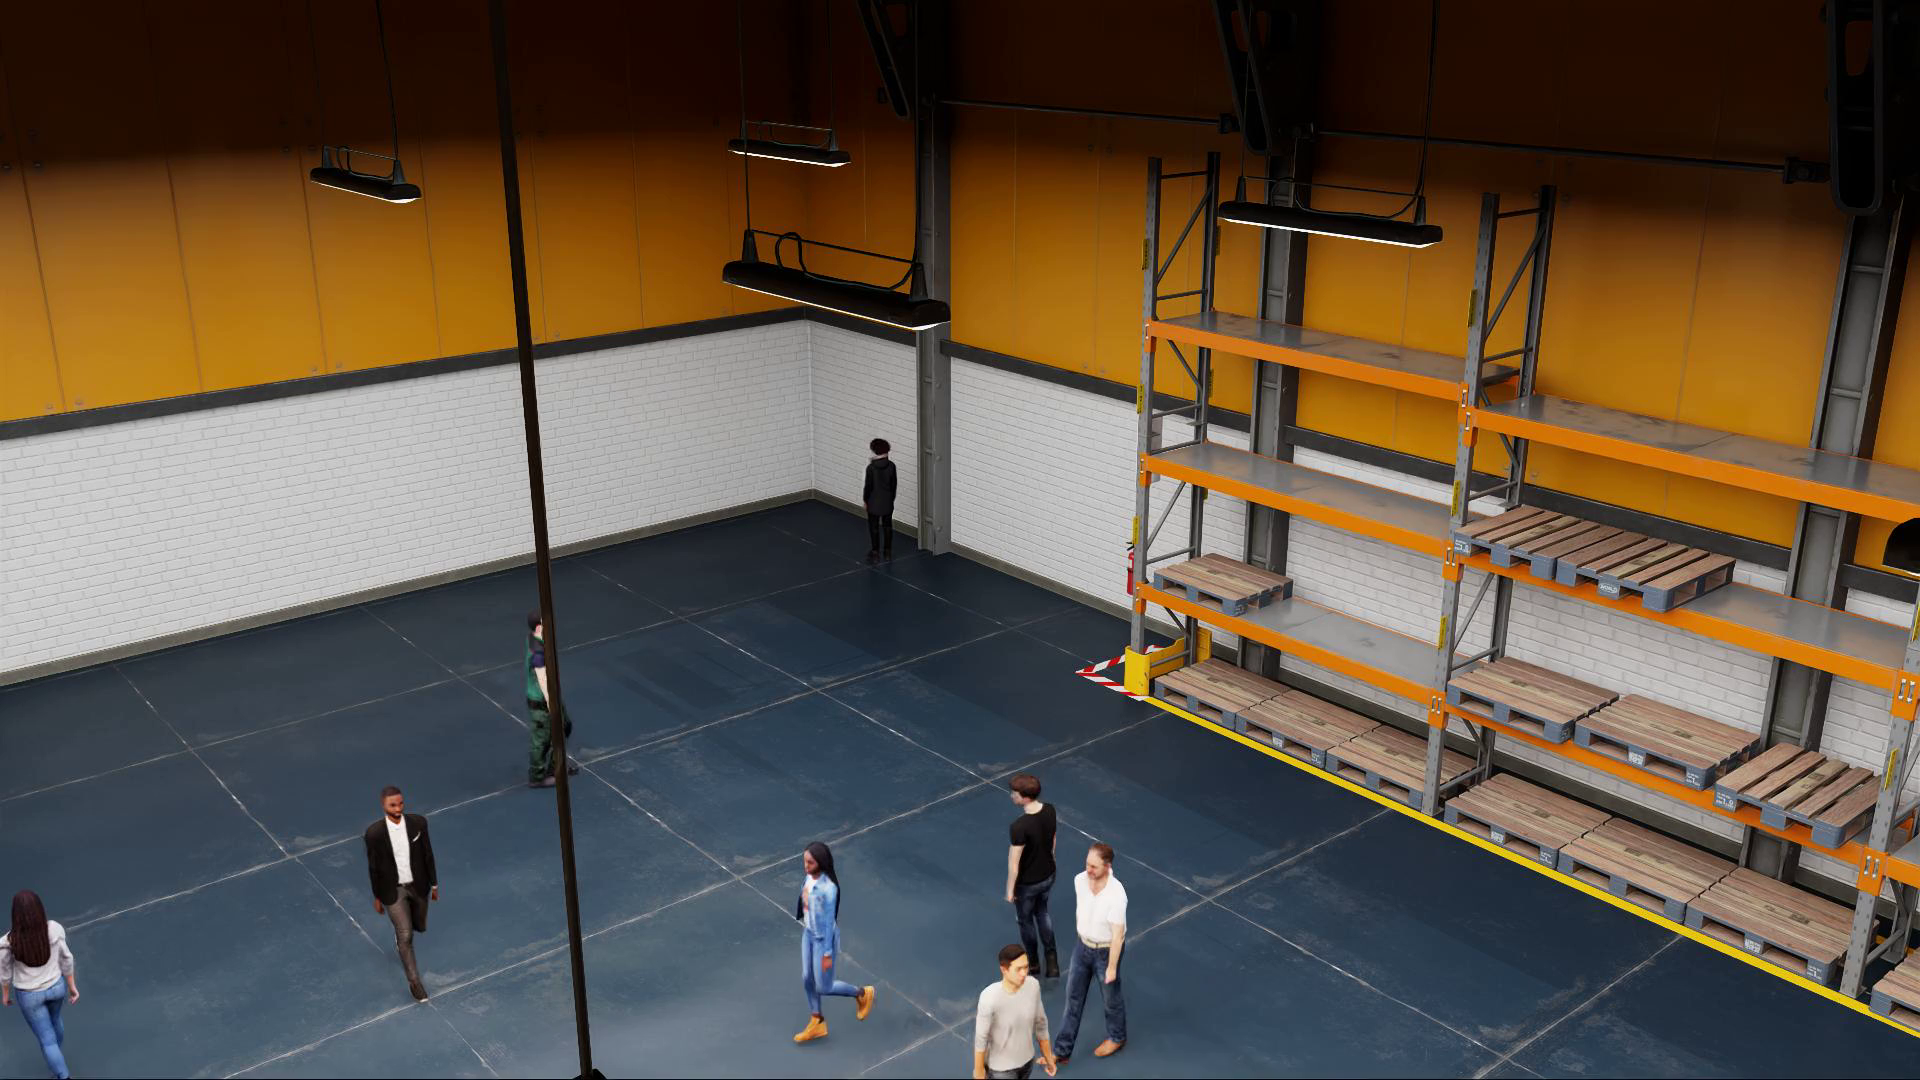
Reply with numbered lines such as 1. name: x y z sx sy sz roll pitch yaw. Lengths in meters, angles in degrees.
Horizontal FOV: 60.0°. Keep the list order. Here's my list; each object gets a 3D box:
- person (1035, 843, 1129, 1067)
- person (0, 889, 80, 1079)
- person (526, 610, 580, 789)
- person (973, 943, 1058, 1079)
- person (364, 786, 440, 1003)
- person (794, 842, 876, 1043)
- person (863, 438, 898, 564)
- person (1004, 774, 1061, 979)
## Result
1. person: 1.109 3.047 12.364 0.747 1.823 0.958 -14 23 -35
2. person: -6.571 3.308 11.947 1.079 1.593 0.721 15 24 38
3. person: -4.243 1.592 16.588 0.923 1.883 0.836 -5 19 -15
4. person: 0.266 3.466 11.188 0.652 1.779 1.070 -16 24 -39
5. person: -4.472 2.765 13.273 0.723 1.775 1.078 -12 22 -31
6. person: -0.964 3.038 12.588 0.774 1.695 0.866 -9 21 -25
7. person: -1.112 -0.552 23.121 0.706 1.777 0.693 -7 20 -20
8. person: 0.616 2.711 13.282 0.803 1.872 0.844 -13 23 -34
